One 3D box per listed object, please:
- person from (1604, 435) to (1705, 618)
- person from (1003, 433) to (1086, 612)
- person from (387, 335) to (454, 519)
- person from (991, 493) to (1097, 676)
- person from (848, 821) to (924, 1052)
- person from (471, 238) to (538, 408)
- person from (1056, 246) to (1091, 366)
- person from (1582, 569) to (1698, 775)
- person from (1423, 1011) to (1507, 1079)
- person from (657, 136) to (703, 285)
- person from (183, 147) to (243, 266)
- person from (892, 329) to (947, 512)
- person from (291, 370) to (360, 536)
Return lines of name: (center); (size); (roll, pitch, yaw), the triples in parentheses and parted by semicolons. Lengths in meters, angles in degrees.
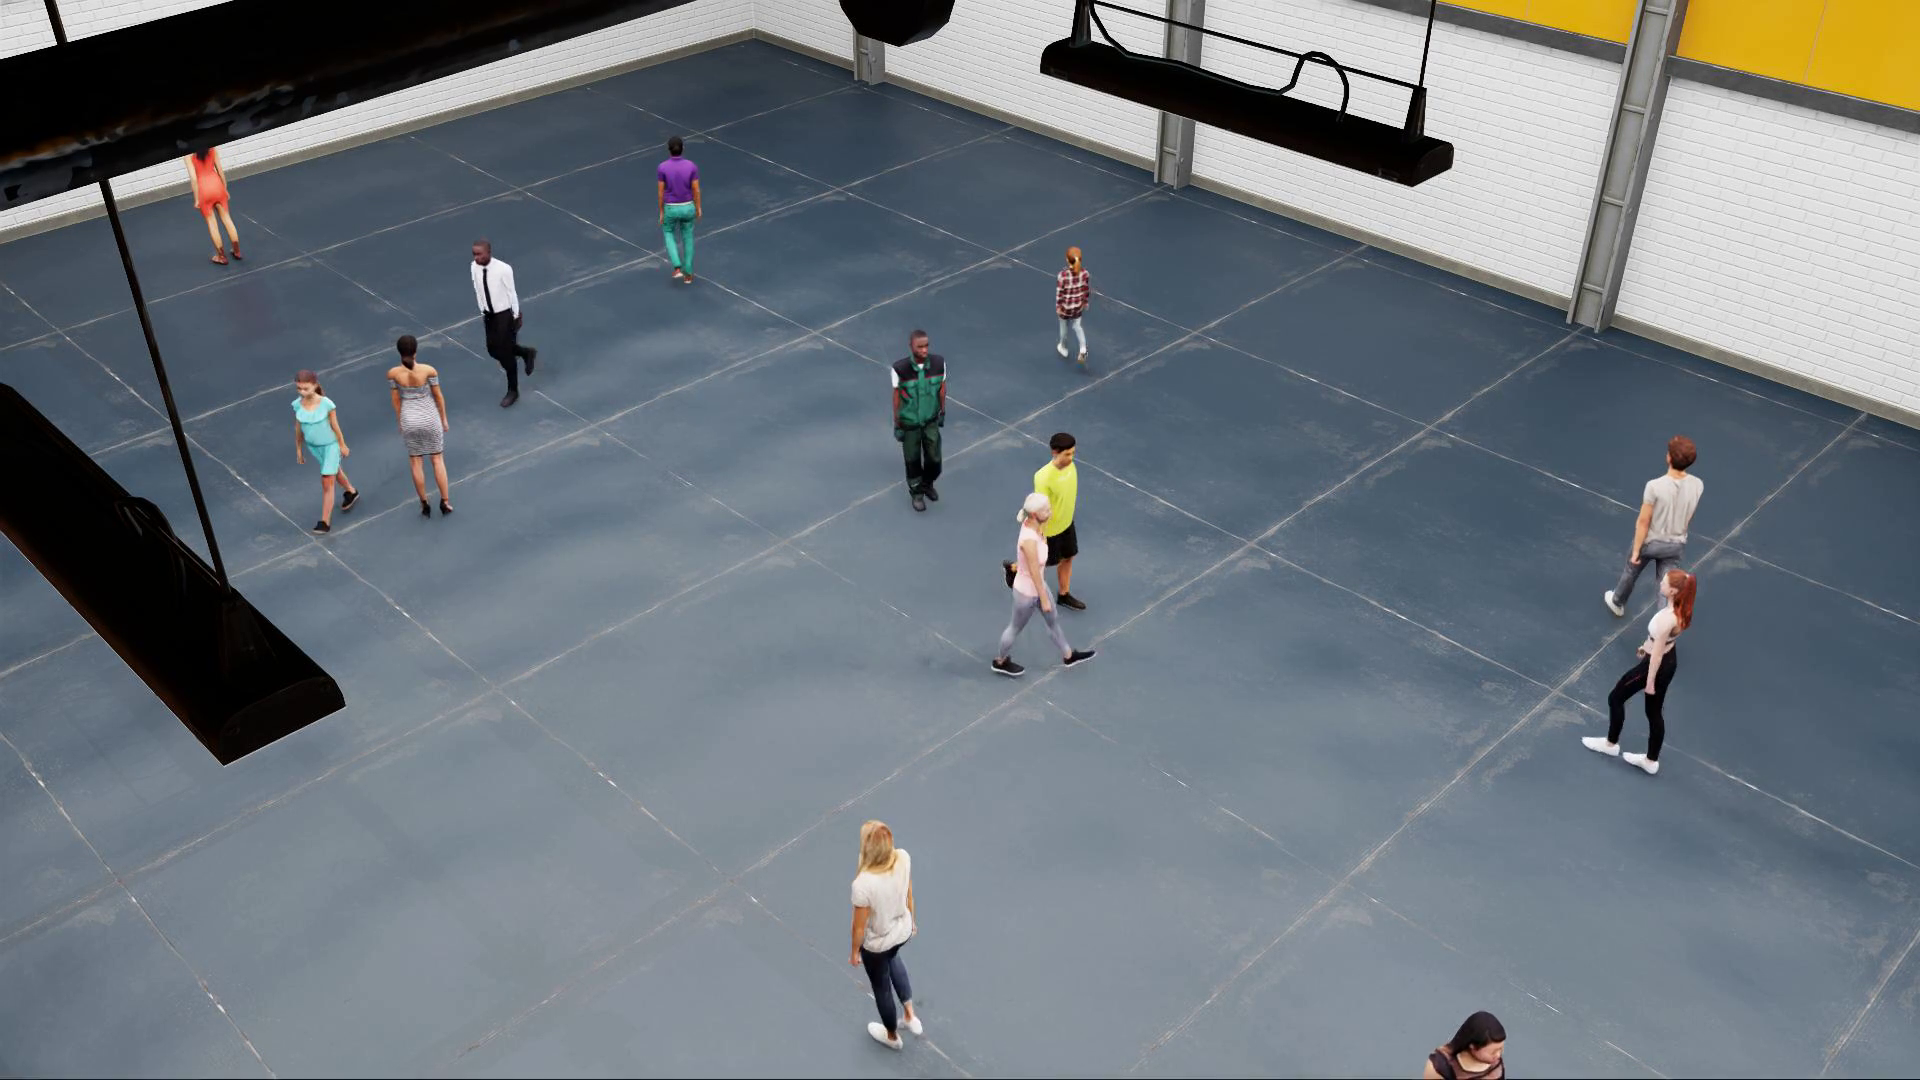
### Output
person: (5.630, 0.084, 13.264); (1.190, 1.854, 1.226); (1, 34, 1)
person: (0.710, -0.176, 13.808); (1.007, 1.686, 0.698); (24, 40, 32)
person: (-4.843, -1.008, 14.938); (0.675, 1.819, 0.695); (-7, 34, -10)
person: (0.455, 0.376, 12.973); (1.116, 1.691, 0.951); (5, 34, 7)
person: (-0.371, 2.399, 9.834); (0.599, 1.797, 0.629); (-28, 43, -36)
person: (-4.568, -2.275, 16.864); (1.012, 1.798, 0.941); (12, 36, 18)
person: (1.204, -2.477, 17.623); (0.741, 1.293, 0.889); (-10, 35, -15)
person: (5.124, 0.977, 12.038); (0.583, 1.725, 0.768); (-28, 42, -35)
person: (2.568, 3.063, 8.922); (0.753, 1.699, 0.719); (-16, 37, -23)
person: (-3.219, -3.758, 19.129); (0.781, 1.761, 0.809); (-9, 35, -13)
person: (-8.874, -4.103, 19.686); (0.538, 1.719, 0.614); (24, 40, 31)
person: (-0.407, -1.125, 15.109); (0.817, 1.826, 0.846); (-10, 35, -15)
person: (-5.701, -0.868, 15.007); (1.074, 1.511, 1.024); (6, 34, 9)
